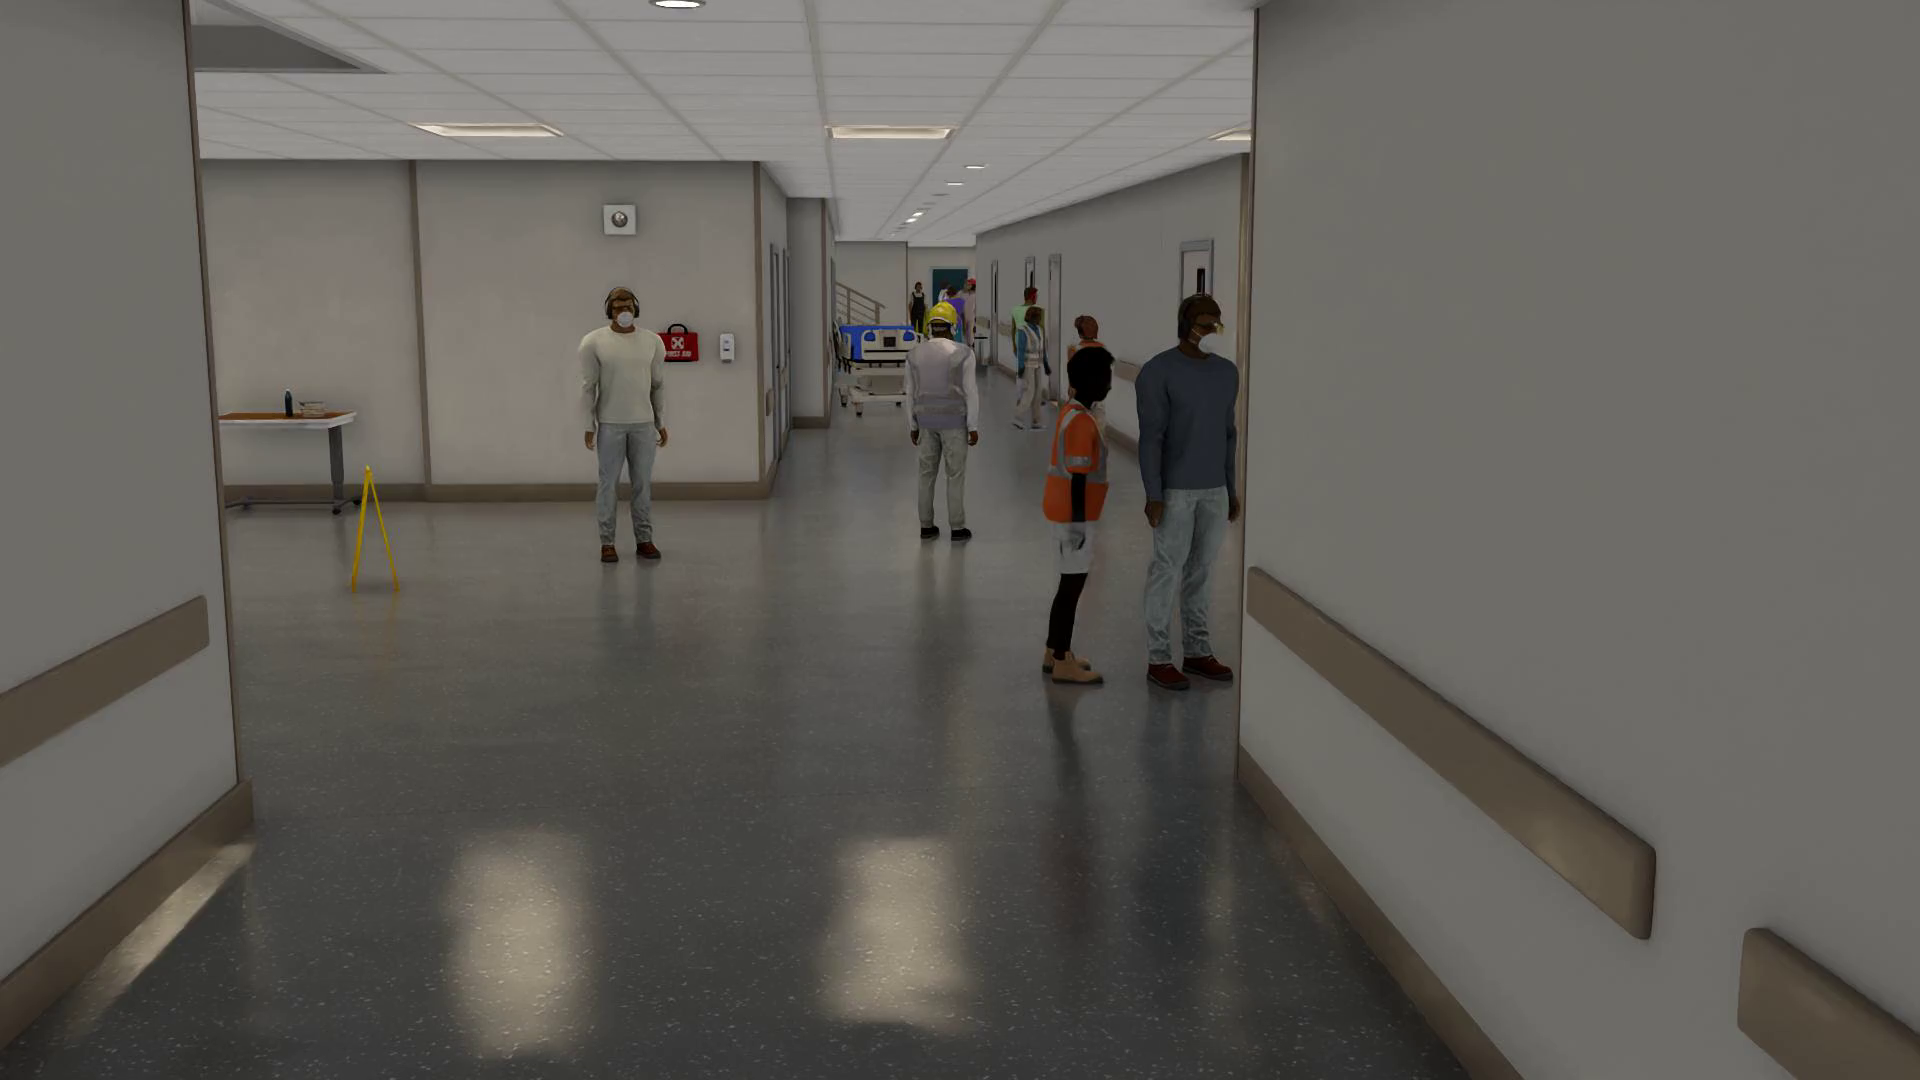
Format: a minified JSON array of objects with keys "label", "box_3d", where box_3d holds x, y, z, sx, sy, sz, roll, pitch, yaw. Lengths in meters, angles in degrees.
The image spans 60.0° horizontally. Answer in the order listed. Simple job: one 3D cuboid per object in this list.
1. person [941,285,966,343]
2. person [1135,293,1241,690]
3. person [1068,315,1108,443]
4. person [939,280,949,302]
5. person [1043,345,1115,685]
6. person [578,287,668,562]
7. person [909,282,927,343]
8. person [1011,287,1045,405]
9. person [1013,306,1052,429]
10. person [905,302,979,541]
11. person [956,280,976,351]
[{"label":"person","box_3d":[-0.140,-4.548,35.607,0.570,1.825,0.777,-1,9,-8]},{"label":"person","box_3d":[1.142,-0.243,8.212,0.630,1.938,0.372,-7,11,-36]},{"label":"person","box_3d":[1.223,-1.331,15.964,0.515,1.641,0.314,-8,12,-40]},{"label":"person","box_3d":[-0.515,-7.289,52.616,0.355,1.883,0.576,-5,10,-27]},{"label":"person","box_3d":[0.579,-0.122,8.250,0.337,1.683,0.552,0,9,1]},{"label":"person","box_3d":[-2.375,-0.815,11.797,0.636,1.939,0.364,-5,10,-29]},{"label":"person","box_3d":[-1.175,-6.277,46.394,0.504,1.839,0.345,-3,9,-18]},{"label":"person","box_3d":[1.060,-3.015,25.919,0.564,1.838,0.389,5,10,29]},{"label":"person","box_3d":[0.957,-2.265,21.884,0.361,1.630,0.539,6,11,33]},{"label":"person","box_3d":[-0.127,-0.902,12.717,0.590,1.824,0.403,4,10,24]},{"label":"person","box_3d":[0.199,-5.977,44.309,0.638,1.907,0.408,-6,11,-35]}]
